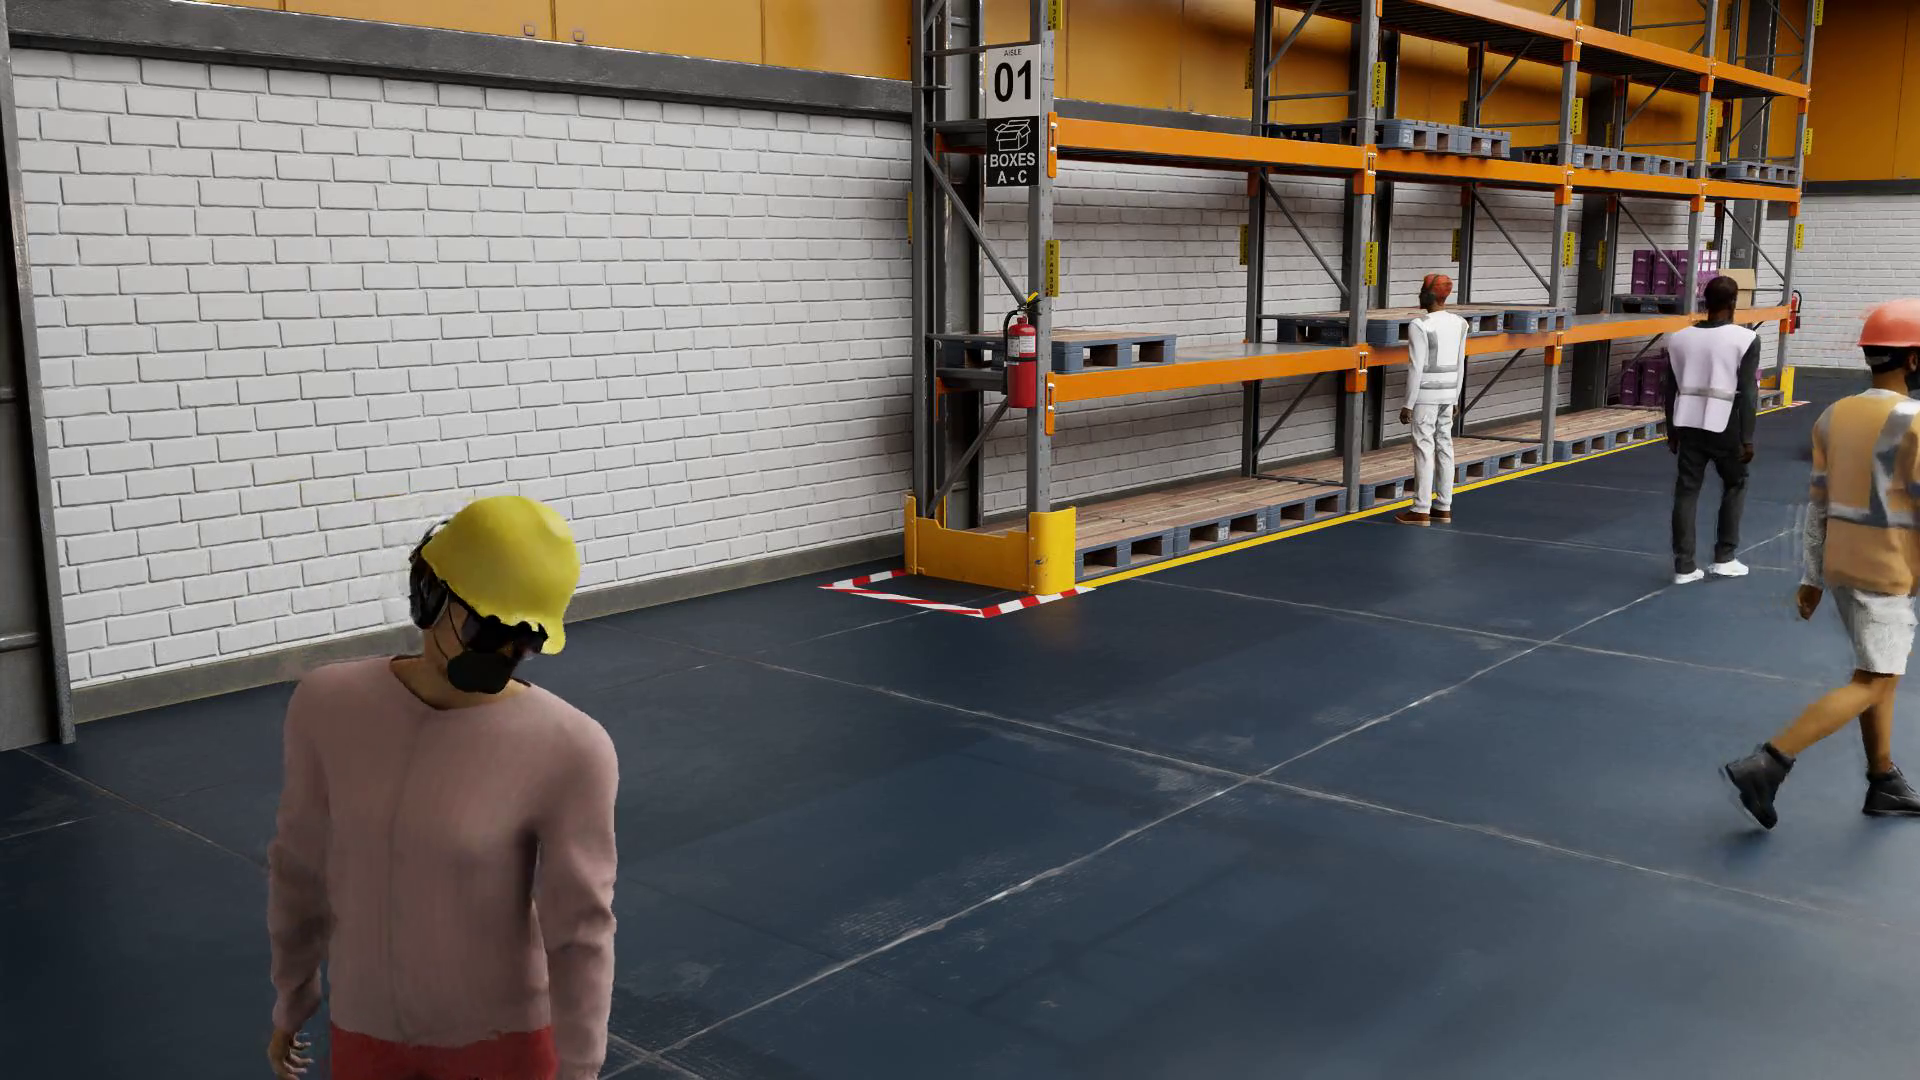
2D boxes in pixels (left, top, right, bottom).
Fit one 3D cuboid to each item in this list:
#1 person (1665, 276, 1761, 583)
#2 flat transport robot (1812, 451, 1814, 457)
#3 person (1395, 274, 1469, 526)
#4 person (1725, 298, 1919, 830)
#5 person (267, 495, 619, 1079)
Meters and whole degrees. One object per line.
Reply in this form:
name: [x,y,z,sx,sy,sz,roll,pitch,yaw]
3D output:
person: [4.728,-0.689,10.401,0.723,1.892,0.637,-8,13,-38]
flat transport robot: [8.912,-0.967,16.620,0.652,0.197,1.431,5,11,28]
person: [3.540,-1.047,12.489,0.583,1.884,0.350,-7,12,-33]
person: [3.166,0.105,5.879,0.883,1.913,0.542,-1,10,-7]
person: [-0.787,0.777,2.594,0.634,1.720,0.334,2,10,10]
